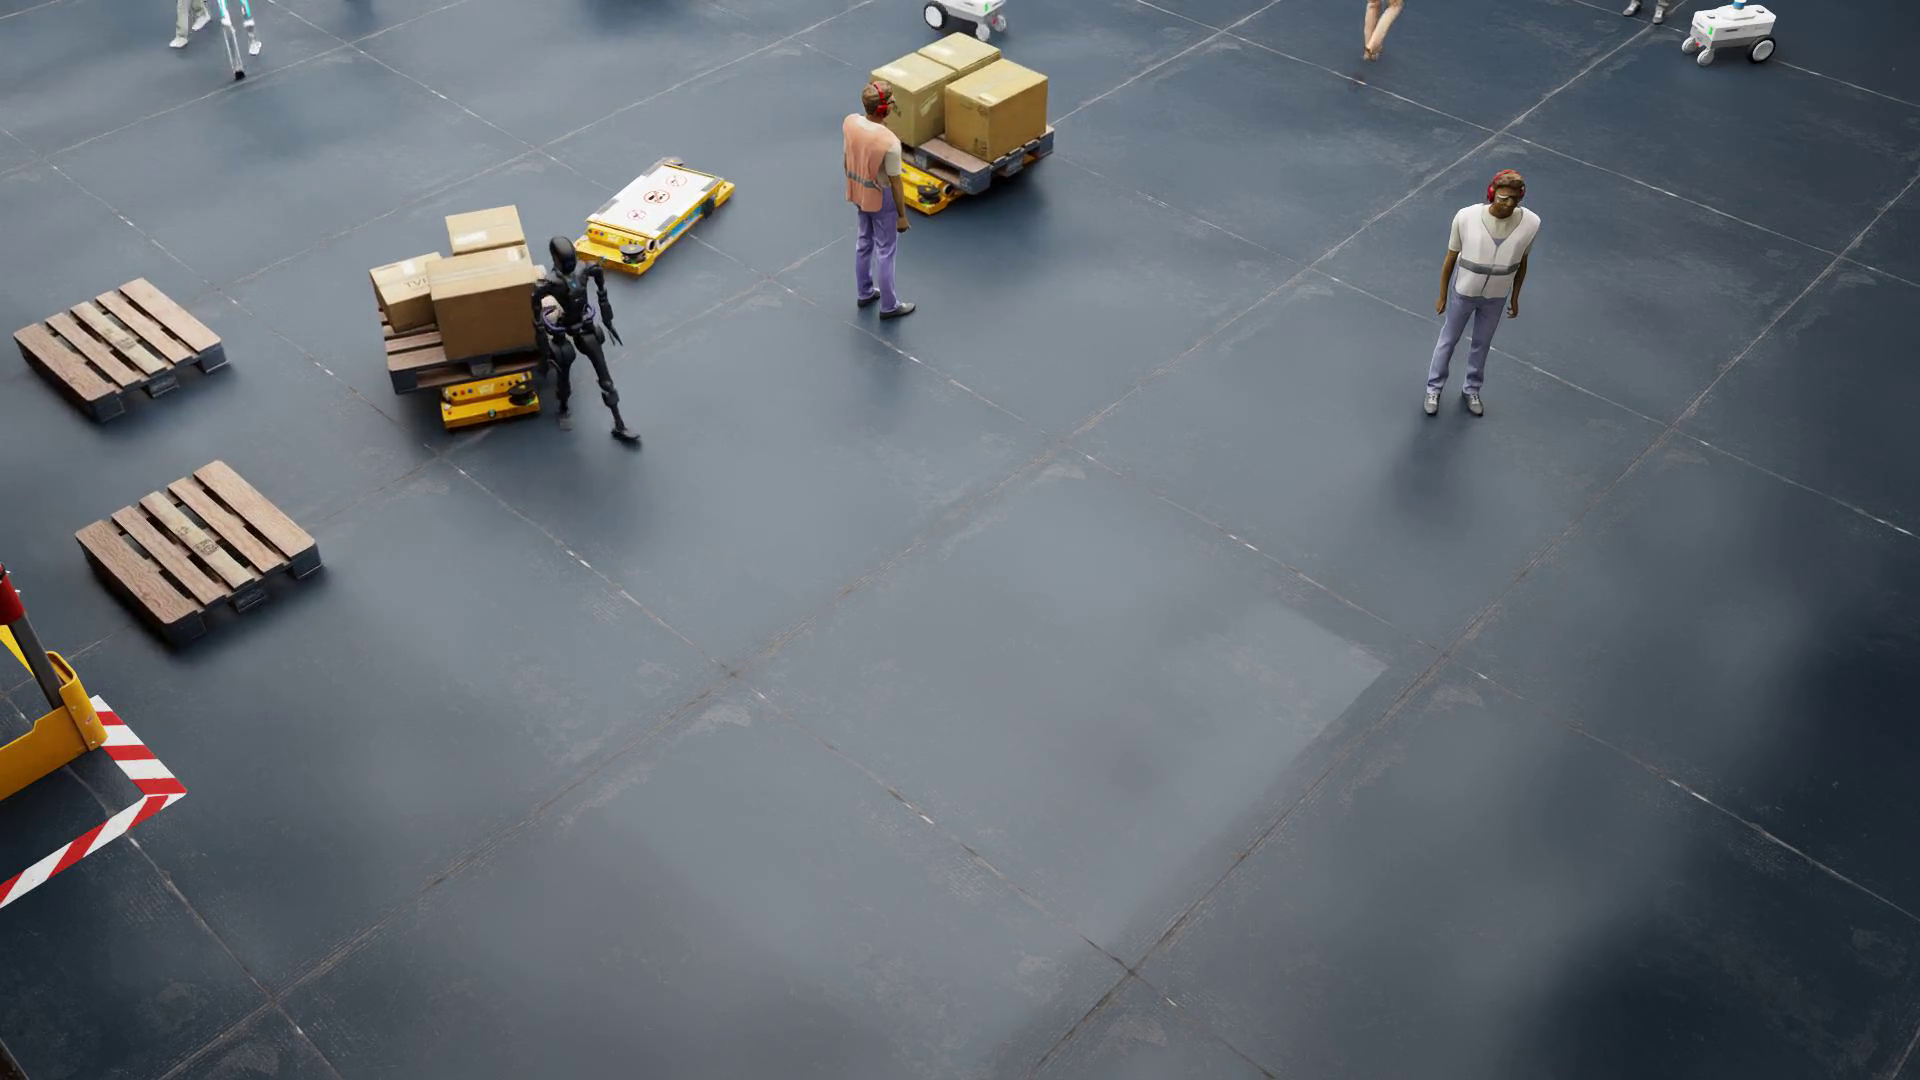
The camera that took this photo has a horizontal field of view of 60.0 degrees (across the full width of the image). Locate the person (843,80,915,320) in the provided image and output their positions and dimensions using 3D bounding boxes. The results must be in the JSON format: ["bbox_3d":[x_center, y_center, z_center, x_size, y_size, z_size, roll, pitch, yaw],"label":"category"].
[{"bbox_3d":[-0.613,-2.453,12.074,0.374,1.843,0.569,-32,51,-31],"label":"person"}]

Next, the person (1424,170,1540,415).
[{"bbox_3d":[3.497,-1.666,11.200,0.564,1.845,0.389,1,42,1],"label":"person"}]

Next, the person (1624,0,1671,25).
[{"bbox_3d":[6.782,-5.890,15.908,0.564,1.832,0.411,21,46,22],"label":"person"}]

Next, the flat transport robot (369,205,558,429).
[{"bbox_3d":[-3.479,-1.341,12.016,0.659,0.231,1.431,-13,44,-14],"label":"flat transport robot"}]

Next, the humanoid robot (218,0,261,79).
[{"bbox_3d":[-6.695,-5.088,15.134,0.544,1.835,0.855,-11,43,-12],"label":"humanoid robot"}]

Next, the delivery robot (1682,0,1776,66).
[{"bbox_3d":[7.270,-4.792,15.653,0.815,0.614,0.499,-9,43,-10],"label":"delivery robot"}]

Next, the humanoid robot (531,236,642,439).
[{"bbox_3d":[-2.544,-1.362,11.014,0.602,1.619,0.678,-29,49,-28],"label":"humanoid robot"}]

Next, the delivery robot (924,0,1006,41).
[{"bbox_3d":[0.058,-5.208,16.098,0.774,0.592,0.499,27,48,26],"label":"delivery robot"}]

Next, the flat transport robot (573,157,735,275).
[{"bbox_3d":[-2.479,-2.640,13.460,0.659,0.231,1.431,18,45,19],"label":"flat transport robot"}]

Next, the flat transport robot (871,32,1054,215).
[{"bbox_3d":[0.005,-3.206,14.089,0.659,0.231,1.431,32,51,31],"label":"flat transport robot"}]

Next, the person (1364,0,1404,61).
[{"bbox_3d":[3.892,-5.197,15.207,0.499,1.731,0.458,24,47,24],"label":"person"}]

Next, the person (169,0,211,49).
[{"bbox_3d":[-7.479,-5.456,15.589,0.535,1.594,0.841,9,43,10],"label":"person"}]
